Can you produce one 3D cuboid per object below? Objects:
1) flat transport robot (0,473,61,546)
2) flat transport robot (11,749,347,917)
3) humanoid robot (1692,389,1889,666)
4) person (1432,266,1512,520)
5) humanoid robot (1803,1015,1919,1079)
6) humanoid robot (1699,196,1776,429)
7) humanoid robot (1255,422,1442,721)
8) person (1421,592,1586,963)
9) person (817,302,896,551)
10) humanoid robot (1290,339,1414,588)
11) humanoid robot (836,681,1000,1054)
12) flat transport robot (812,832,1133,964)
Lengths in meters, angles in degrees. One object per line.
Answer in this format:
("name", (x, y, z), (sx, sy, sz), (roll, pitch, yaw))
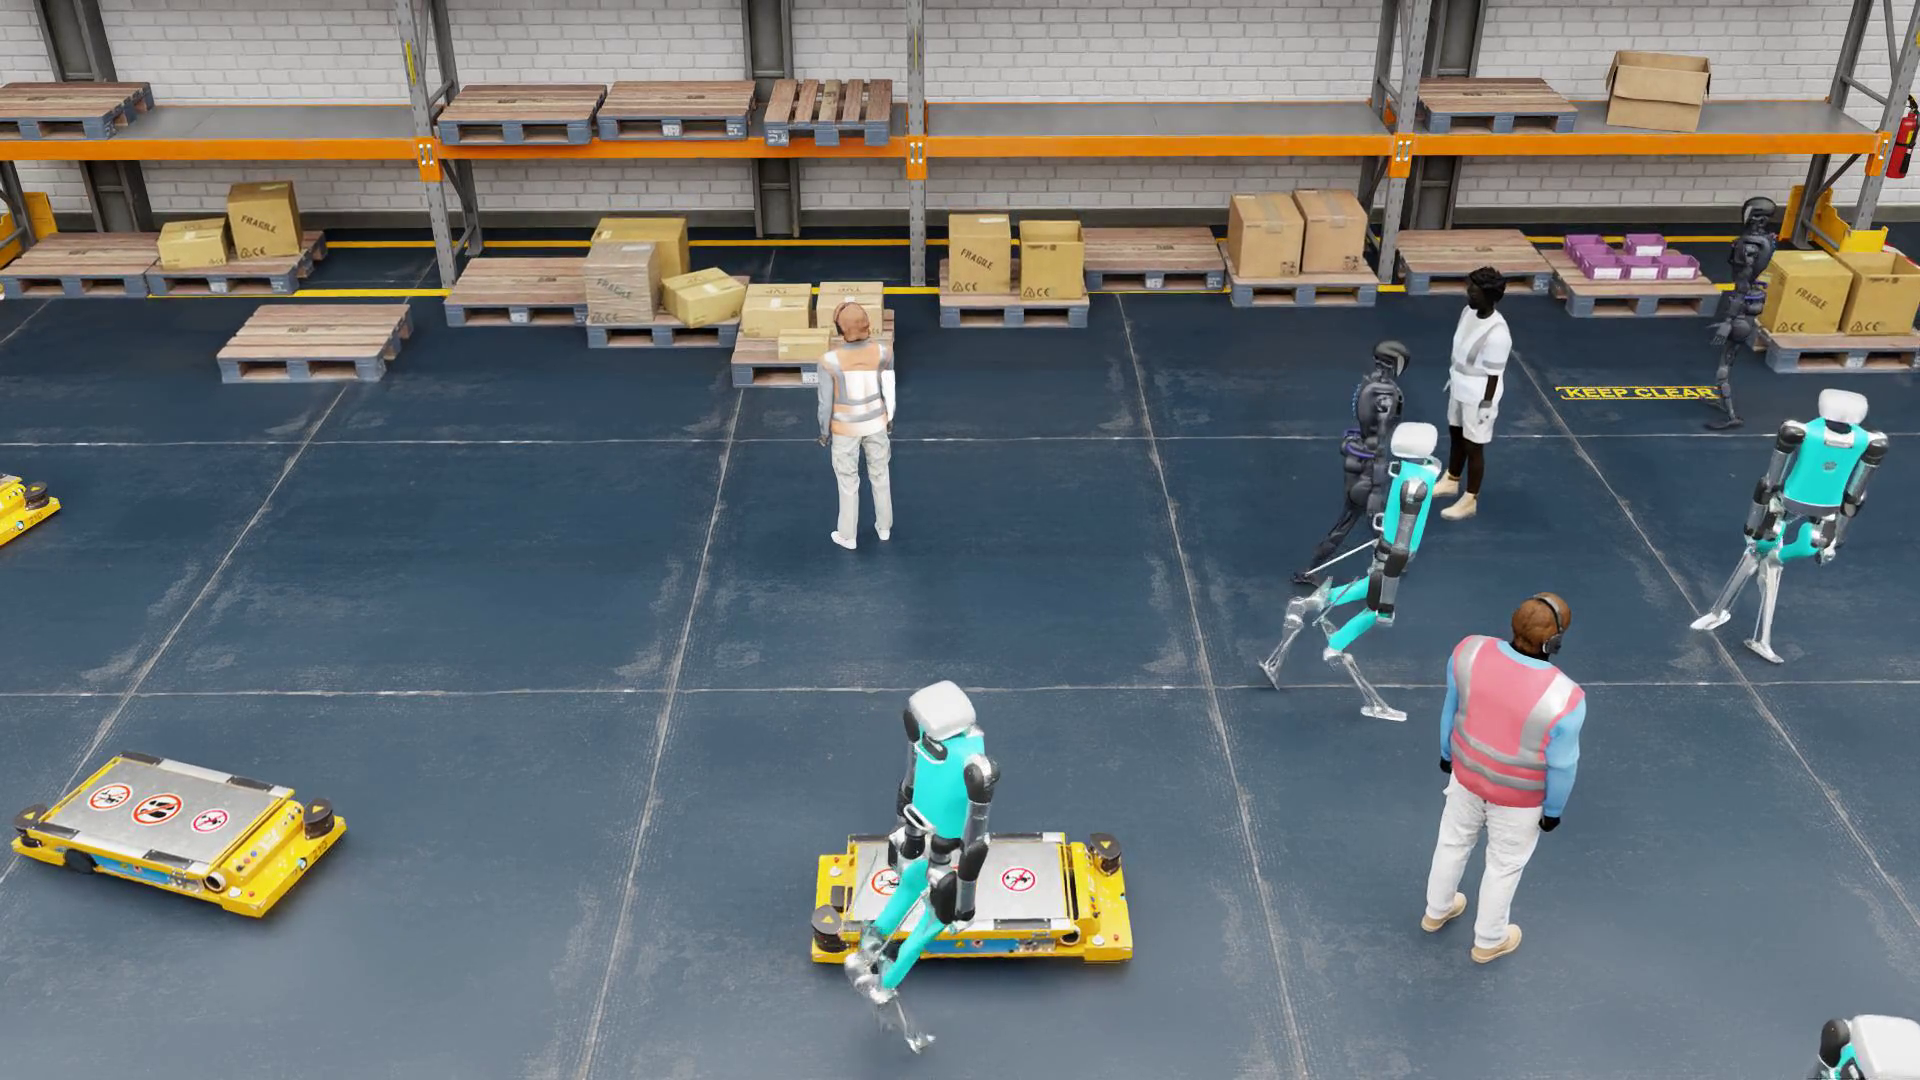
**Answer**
("flat transport robot", (-6.674, -0.233, 10.798), (1.431, 0.231, 0.659), (10, 32, 16))
("flat transport robot", (-3.796, 1.403, 8.075), (1.431, 0.231, 0.659), (10, 32, 16))
("humanoid robot", (4.577, -0.144, 9.220), (0.588, 1.764, 0.886), (8, 32, 12))
("person", (3.259, -0.938, 10.589), (0.318, 1.694, 0.535), (-5, 31, -9))
("humanoid robot", (2.478, 2.209, 5.328), (0.782, 1.789, 0.550), (0, 31, 0))
("humanoid robot", (5.519, -1.620, 11.735), (0.387, 1.642, 0.600), (15, 34, 23))
("humanoid robot", (1.960, 0.167, 8.733), (0.975, 1.771, 0.533), (9, 32, 14))
("person", (2.349, 1.022, 7.198), (0.431, 1.838, 0.629), (-25, 39, -35))
("person", (-0.626, -0.691, 10.229), (0.510, 1.639, 0.306), (-14, 34, -21))
("humanoid robot", (2.403, -0.435, 9.809), (0.763, 1.626, 0.611), (2, 31, 4))
("humanoid robot", (-0.235, 1.430, 6.645), (0.702, 1.833, 0.544), (-19, 36, -29))
("flat transport robot", (0.050, 1.649, 7.665), (1.431, 0.231, 0.659), (-1, 31, -1))
